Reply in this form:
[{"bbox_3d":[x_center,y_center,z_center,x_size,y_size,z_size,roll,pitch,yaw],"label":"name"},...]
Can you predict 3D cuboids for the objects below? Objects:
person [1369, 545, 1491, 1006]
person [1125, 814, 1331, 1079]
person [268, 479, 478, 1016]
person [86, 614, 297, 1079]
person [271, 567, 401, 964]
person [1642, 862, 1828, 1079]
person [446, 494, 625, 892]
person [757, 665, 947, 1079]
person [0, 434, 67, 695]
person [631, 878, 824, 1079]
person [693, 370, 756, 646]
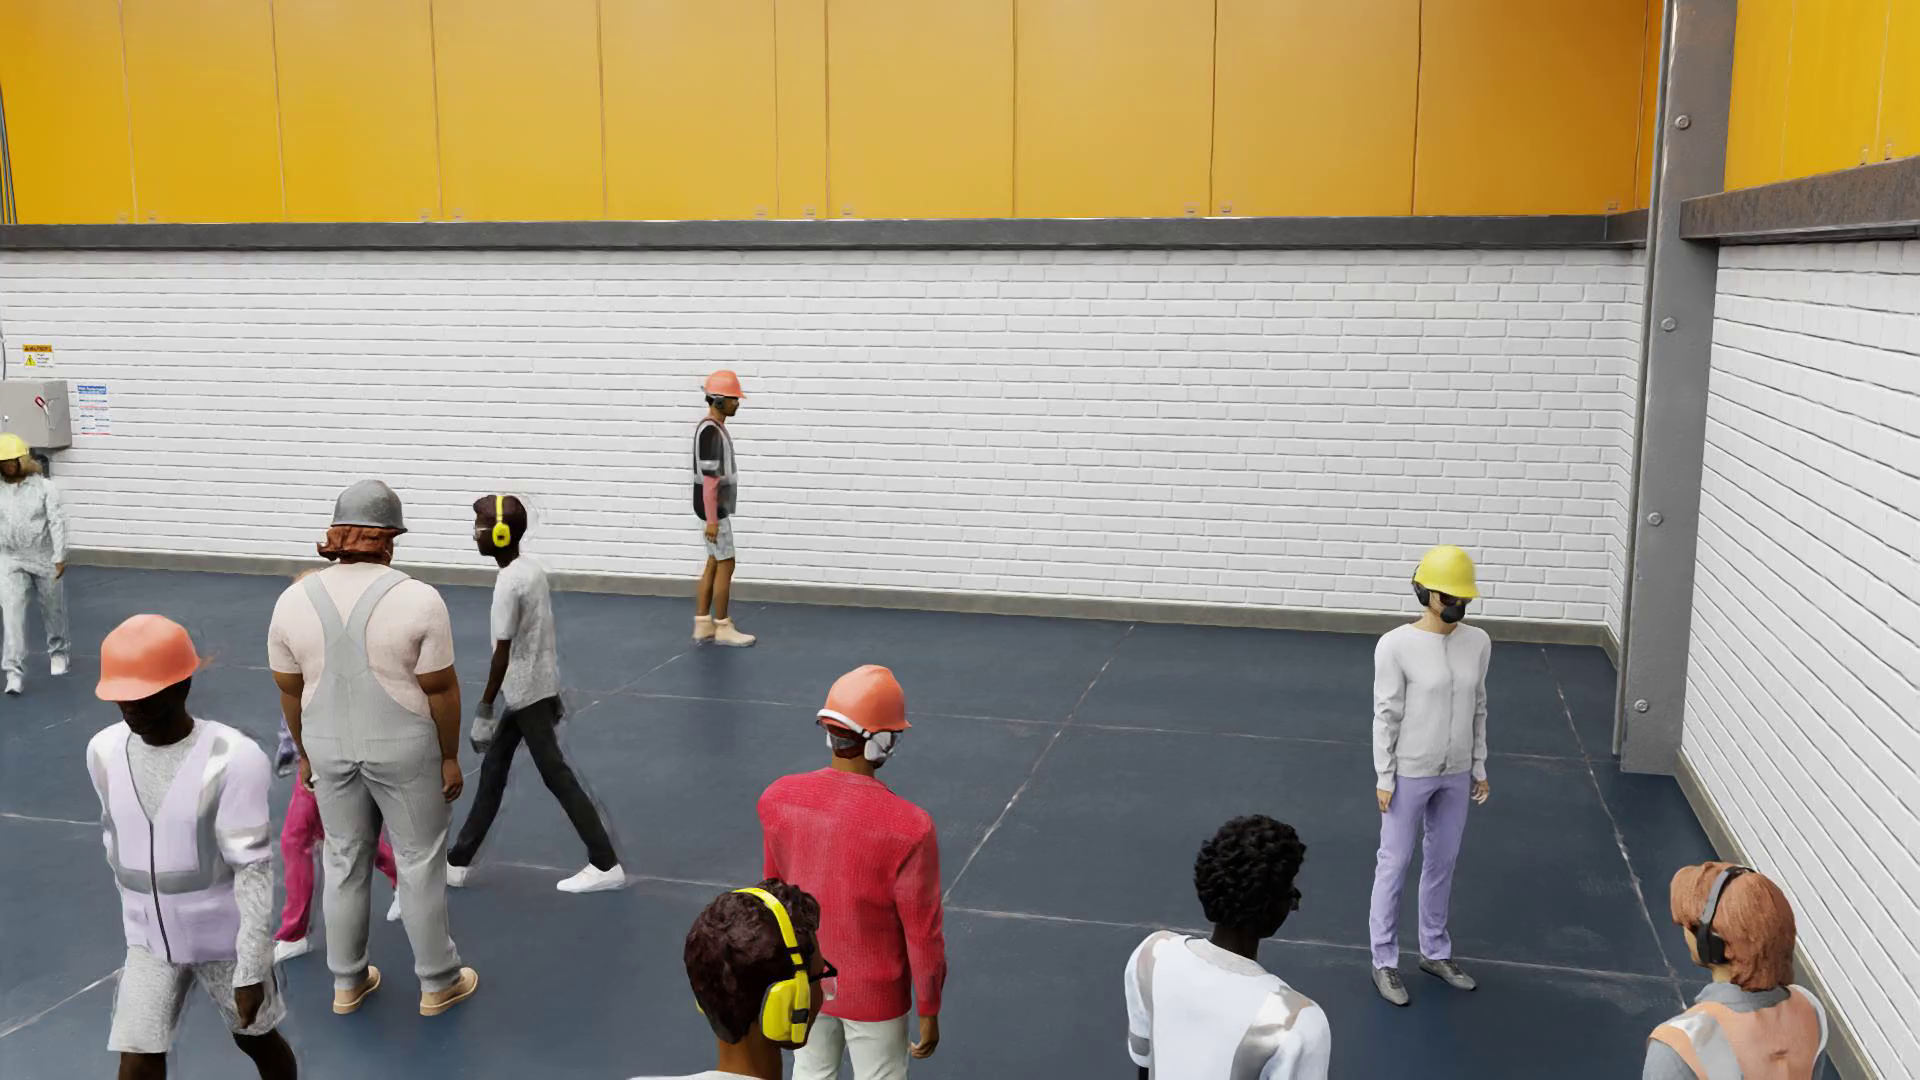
[{"bbox_3d":[1.806,0.887,6.365,0.523,1.767,0.313,-4,10,-23],"label":"person"},{"bbox_3d":[0.562,1.406,3.543,0.320,1.687,0.539,-8,13,-40],"label":"person"},{"bbox_3d":[-2.166,0.768,6.251,0.676,2.000,0.536,1,10,6],"label":"person"},{"bbox_3d":[-2.176,1.121,4.666,0.555,1.872,1.020,1,10,6],"label":"person"},{"bbox_3d":[-2.589,0.890,6.823,0.744,1.597,0.502,-6,11,-32],"label":"person"},{"bbox_3d":[1.554,1.457,3.403,0.509,1.629,0.316,-6,11,-32],"label":"person"},{"bbox_3d":[-1.987,0.697,7.350,1.025,1.809,0.543,-1,10,-6],"label":"person"},{"bbox_3d":[-0.281,1.200,4.598,0.574,1.738,0.352,5,11,28],"label":"person"},{"bbox_3d":[-6.163,0.138,10.997,0.494,1.689,0.931,-4,10,-21],"label":"person"},{"bbox_3d":[-0.322,1.461,2.698,0.520,1.865,0.332,4,10,20],"label":"person"},{"bbox_3d":[-1.749,-0.222,12.119,0.474,2.026,0.622,-1,10,-6],"label":"person"}]
